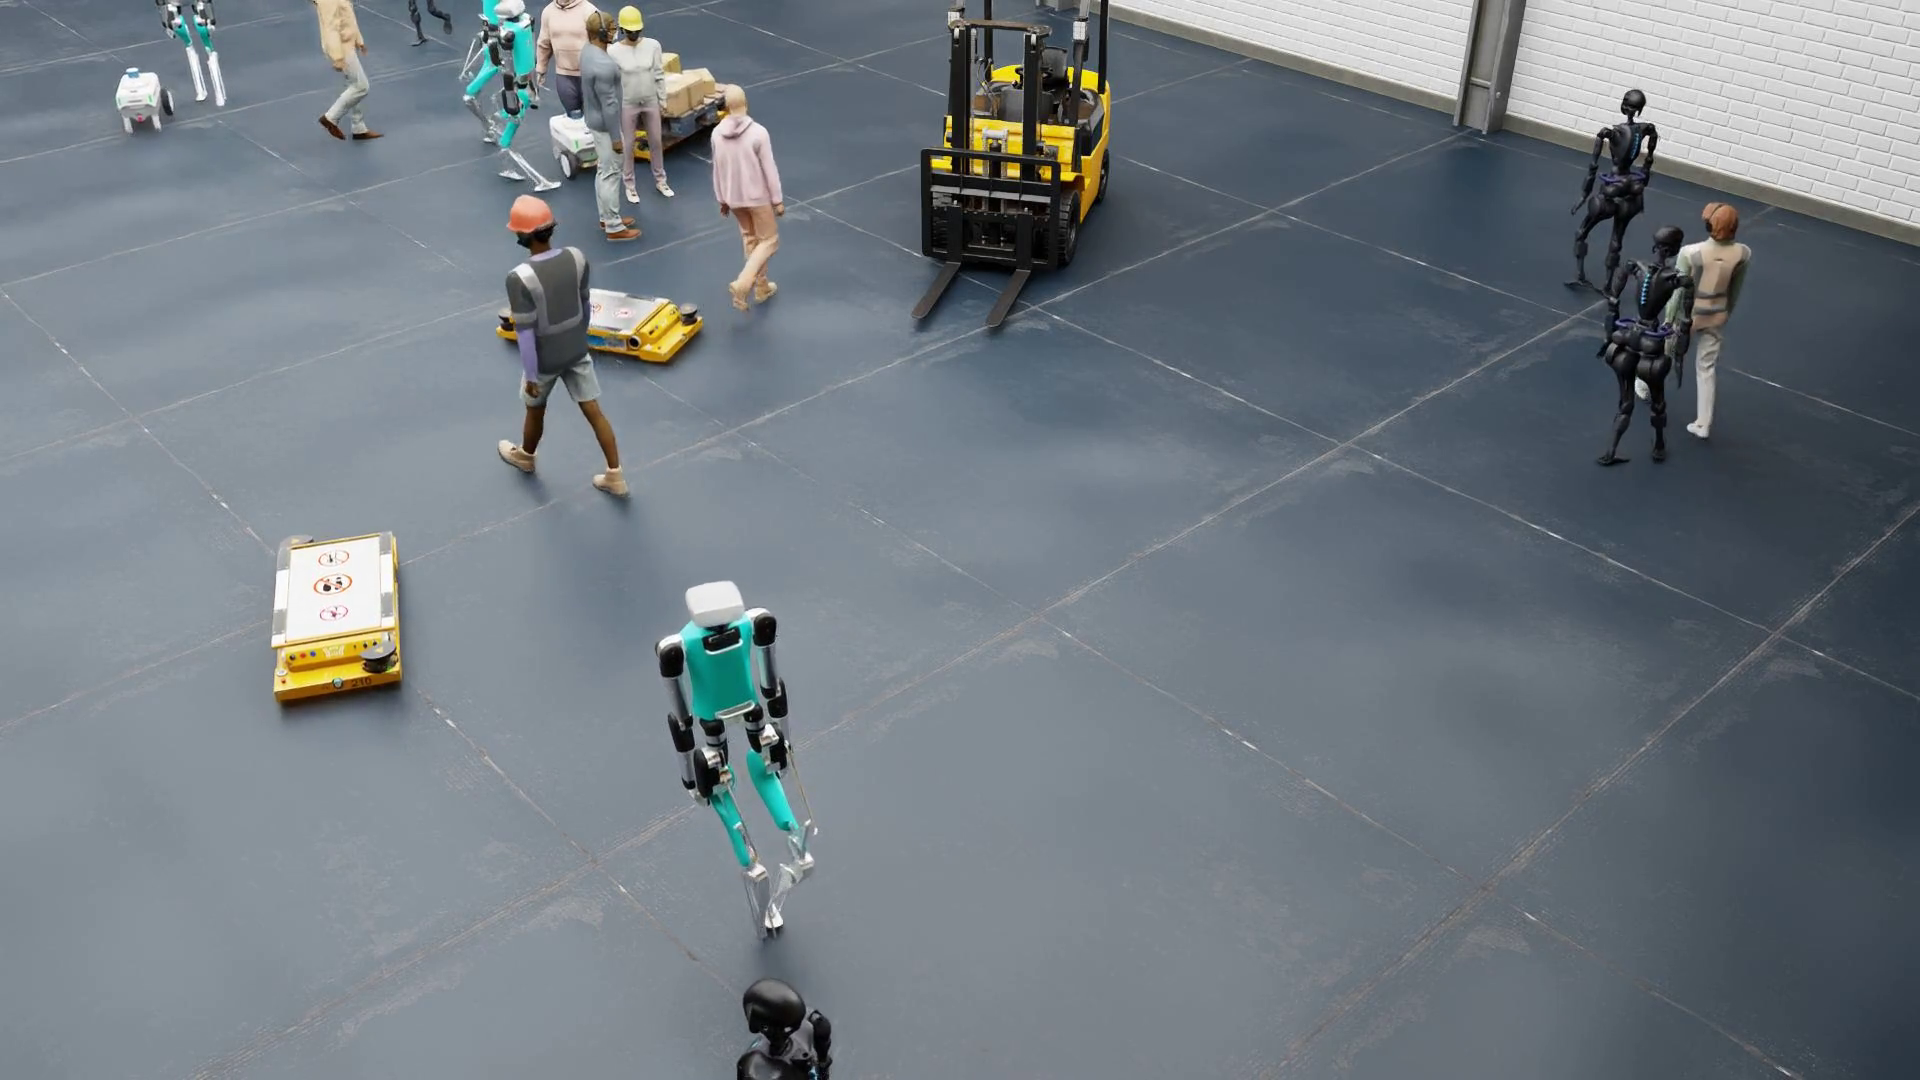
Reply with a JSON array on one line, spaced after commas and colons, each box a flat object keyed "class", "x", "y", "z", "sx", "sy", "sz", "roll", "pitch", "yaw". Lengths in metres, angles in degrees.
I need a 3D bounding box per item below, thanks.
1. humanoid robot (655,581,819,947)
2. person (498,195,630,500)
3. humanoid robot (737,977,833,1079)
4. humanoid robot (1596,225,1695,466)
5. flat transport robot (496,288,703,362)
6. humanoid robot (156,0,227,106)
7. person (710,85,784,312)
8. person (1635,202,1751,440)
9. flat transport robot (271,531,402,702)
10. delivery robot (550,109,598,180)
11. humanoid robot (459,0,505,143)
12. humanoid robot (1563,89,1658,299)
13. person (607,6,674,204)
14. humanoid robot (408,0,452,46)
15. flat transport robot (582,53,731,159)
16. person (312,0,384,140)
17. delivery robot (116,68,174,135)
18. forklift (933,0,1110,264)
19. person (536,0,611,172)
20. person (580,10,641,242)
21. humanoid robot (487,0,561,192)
[{"class": "humanoid robot", "x": -0.902, "y": 1.114, "z": 7.230, "sx": 0.541, "sy": 1.904, "sz": 0.728, "roll": -17, "pitch": 37, "yaw": -24}, {"class": "person", "x": -2.580, "y": -1.222, "z": 10.478, "sx": 1.023, "sy": 1.984, "sz": 0.616, "roll": 26, "pitch": 41, "yaw": 34}, {"class": "humanoid robot", "x": -0.523, "y": 2.144, "z": 5.598, "sx": 0.577, "sy": 1.641, "sz": 0.601, "roll": 17, "pitch": 37, "yaw": 24}, {"class": "humanoid robot", "x": 4.496, "y": -1.277, "z": 10.869, "sx": 0.527, "sy": 1.637, "sz": 0.604, "roll": -27, "pitch": 41, "yaw": -34}, {"class": "flat transport robot", "x": -2.763, "y": -1.671, "z": 12.741, "sx": 1.431, "sy": 0.231, "sz": 0.659, "roll": 10, "pitch": 34, "yaw": 15}, {"class": "humanoid robot", "x": -7.893, "y": -5.382, "z": 17.074, "sx": 0.541, "sy": 1.772, "sz": 0.677, "roll": -8, "pitch": 34, "yaw": -13}, {"class": "person", "x": -1.650, "y": -2.589, "z": 12.798, "sx": 0.561, "sy": 1.754, "sz": 0.692, "roll": 15, "pitch": 36, "yaw": 21}, {"class": "person", "x": 5.010, "y": -1.528, "z": 11.305, "sx": 0.526, "sy": 1.585, "sz": 0.869, "roll": -1, "pitch": 33, "yaw": -1}, {"class": "flat transport robot", "x": -3.581, "y": 0.388, "z": 9.576, "sx": 0.659, "sy": 0.231, "sz": 1.431, "roll": -9, "pitch": 34, "yaw": -14}, {"class": "delivery robot", "x": -3.580, "y": -3.754, "z": 15.690, "sx": 0.499, "sy": 0.604, "sz": 0.801, "roll": -19, "pitch": 38, "yaw": -26}, {"class": "humanoid robot", "x": -4.626, "y": -4.652, "z": 16.026, "sx": 0.711, "sy": 1.834, "sz": 0.532, "roll": -17, "pitch": 37, "yaw": -24}, {"class": "humanoid robot", "x": 5.138, "y": -2.729, "z": 13.079, "sx": 0.597, "sy": 1.644, "sz": 0.462, "roll": -7, "pitch": 34, "yaw": -10}, {"class": "person", "x": -2.841, "y": -3.848, "z": 14.728, "sx": 0.521, "sy": 1.759, "sz": 0.359, "roll": -17, "pitch": 37, "yaw": -25}, {"class": "humanoid robot", "x": -6.144, "y": -6.503, "z": 18.884, "sx": 0.590, "sy": 1.637, "sz": 0.589, "roll": 9, "pitch": 34, "yaw": 13}, {"class": "flat transport robot", "x": -2.950, "y": -4.131, "z": 16.523, "sx": 0.659, "sy": 0.231, "sz": 1.431, "roll": 15, "pitch": 36, "yaw": 21}, {"class": "person", "x": -5.975, "y": -4.737, "z": 16.004, "sx": 0.503, "sy": 1.856, "sz": 0.545, "roll": -8, "pitch": 34, "yaw": -12}, {"class": "delivery robot", "x": -8.258, "y": -4.445, "z": 16.761, "sx": 0.499, "sy": 0.614, "sz": 0.791, "roll": -10, "pitch": 34, "yaw": -15}, {"class": "forklift", "x": 0.570, "y": -3.725, "z": 14.138, "sx": 1.214, "sy": 2.155, "sz": 2.313, "roll": 9, "pitch": 34, "yaw": 13}, {"class": "person", "x": -3.535, "y": -4.349, "z": 15.407, "sx": 0.818, "sy": 1.854, "sz": 0.434, "roll": 6, "pitch": 33, "yaw": 9}, {"class": "person", "x": -2.967, "y": -3.470, "z": 13.991, "sx": 0.365, "sy": 1.933, "sz": 0.630, "roll": -12, "pitch": 35, "yaw": -17}, {"class": "humanoid robot", "x": -4.110, "y": -3.980, "z": 14.968, "sx": 0.904, "sy": 1.777, "sz": 0.578, "roll": 8, "pitch": 34, "yaw": 12}]
